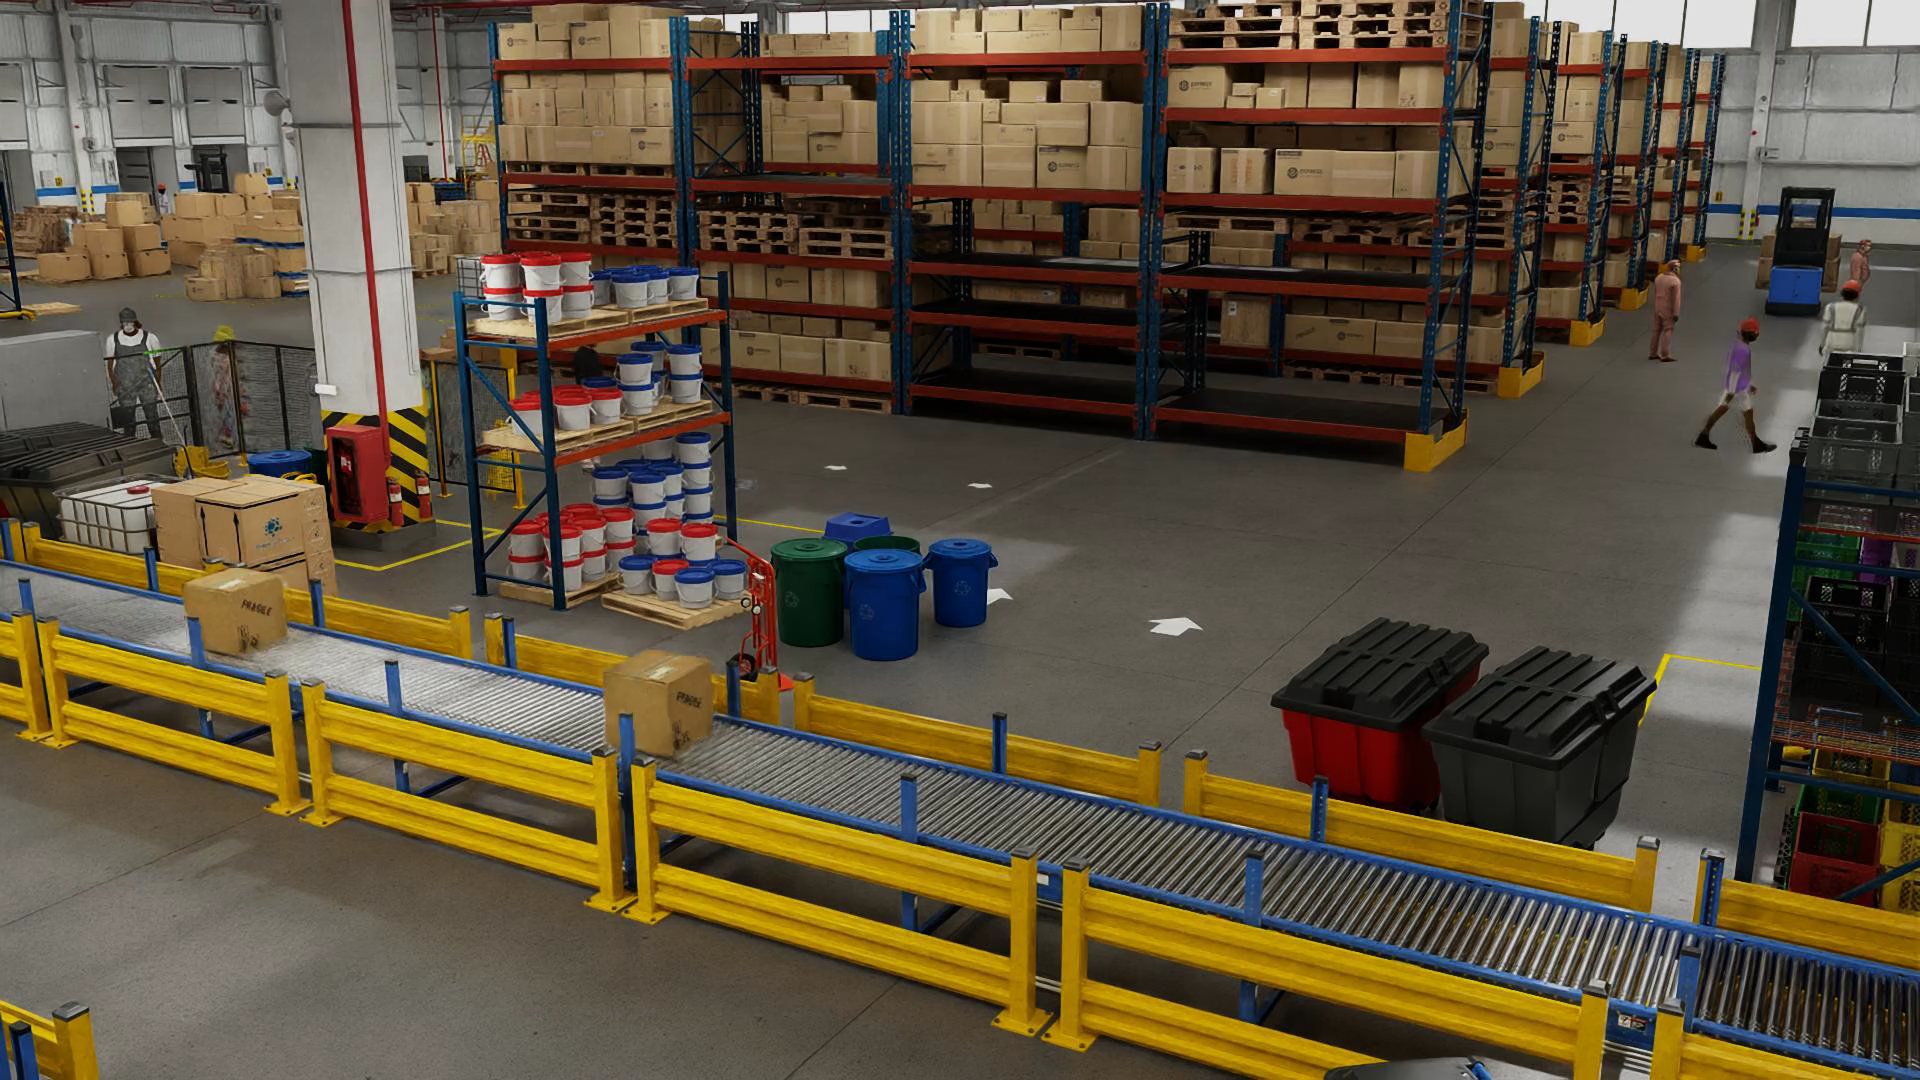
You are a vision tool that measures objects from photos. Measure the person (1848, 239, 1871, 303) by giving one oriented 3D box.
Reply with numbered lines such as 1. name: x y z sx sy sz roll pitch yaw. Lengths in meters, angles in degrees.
1. person: 19.236 -5.483 35.609 0.400 1.898 0.641 10 18 34

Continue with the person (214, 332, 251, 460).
1. person: -9.934 -1.940 22.571 0.520 1.750 0.527 -3 15 -11

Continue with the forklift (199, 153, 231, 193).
1. forklift: -27.440 -12.865 61.464 1.873 2.768 1.129 8 17 28

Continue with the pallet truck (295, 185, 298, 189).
1. pallet truck: -26.804 -14.617 69.738 1.885 1.965 0.823 -14 20 -42

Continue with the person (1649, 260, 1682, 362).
1. person: 13.230 -4.284 31.091 0.400 1.901 0.643 -5 16 -18

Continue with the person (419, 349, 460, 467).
1. person: -7.058 -1.743 22.123 0.796 1.604 0.514 5 16 20

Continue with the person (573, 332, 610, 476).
1. person: -4.831 -1.848 21.739 0.376 1.997 0.612 2 15 7

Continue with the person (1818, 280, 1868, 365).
1. person: 14.044 -3.125 26.477 0.631 2.025 0.451 10 18 32

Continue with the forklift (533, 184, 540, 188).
1. forklift: -16.107 -13.583 64.162 1.873 2.768 1.129 6 16 22

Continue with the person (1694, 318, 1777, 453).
1. person: 10.831 -2.150 23.113 1.046 1.884 0.549 5 16 19

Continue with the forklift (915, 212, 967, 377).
1. forklift: -0.846 -4.415 29.697 1.873 2.768 1.129 8 17 28

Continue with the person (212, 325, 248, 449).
1. person: -10.218 -2.124 23.240 0.552 1.748 0.359 13 20 40

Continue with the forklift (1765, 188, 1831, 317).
1. forklift: 19.125 -6.584 37.852 1.129 2.768 1.873 8 17 27

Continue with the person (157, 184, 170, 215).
1. person: -27.475 -11.319 57.445 0.340 1.942 0.552 -10 18 -33

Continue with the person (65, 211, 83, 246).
1. person: -26.153 -8.932 49.154 0.885 1.588 0.500 10 18 32

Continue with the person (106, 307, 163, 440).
1. person: -11.364 -2.190 22.940 0.682 2.000 0.537 -6 16 -20
